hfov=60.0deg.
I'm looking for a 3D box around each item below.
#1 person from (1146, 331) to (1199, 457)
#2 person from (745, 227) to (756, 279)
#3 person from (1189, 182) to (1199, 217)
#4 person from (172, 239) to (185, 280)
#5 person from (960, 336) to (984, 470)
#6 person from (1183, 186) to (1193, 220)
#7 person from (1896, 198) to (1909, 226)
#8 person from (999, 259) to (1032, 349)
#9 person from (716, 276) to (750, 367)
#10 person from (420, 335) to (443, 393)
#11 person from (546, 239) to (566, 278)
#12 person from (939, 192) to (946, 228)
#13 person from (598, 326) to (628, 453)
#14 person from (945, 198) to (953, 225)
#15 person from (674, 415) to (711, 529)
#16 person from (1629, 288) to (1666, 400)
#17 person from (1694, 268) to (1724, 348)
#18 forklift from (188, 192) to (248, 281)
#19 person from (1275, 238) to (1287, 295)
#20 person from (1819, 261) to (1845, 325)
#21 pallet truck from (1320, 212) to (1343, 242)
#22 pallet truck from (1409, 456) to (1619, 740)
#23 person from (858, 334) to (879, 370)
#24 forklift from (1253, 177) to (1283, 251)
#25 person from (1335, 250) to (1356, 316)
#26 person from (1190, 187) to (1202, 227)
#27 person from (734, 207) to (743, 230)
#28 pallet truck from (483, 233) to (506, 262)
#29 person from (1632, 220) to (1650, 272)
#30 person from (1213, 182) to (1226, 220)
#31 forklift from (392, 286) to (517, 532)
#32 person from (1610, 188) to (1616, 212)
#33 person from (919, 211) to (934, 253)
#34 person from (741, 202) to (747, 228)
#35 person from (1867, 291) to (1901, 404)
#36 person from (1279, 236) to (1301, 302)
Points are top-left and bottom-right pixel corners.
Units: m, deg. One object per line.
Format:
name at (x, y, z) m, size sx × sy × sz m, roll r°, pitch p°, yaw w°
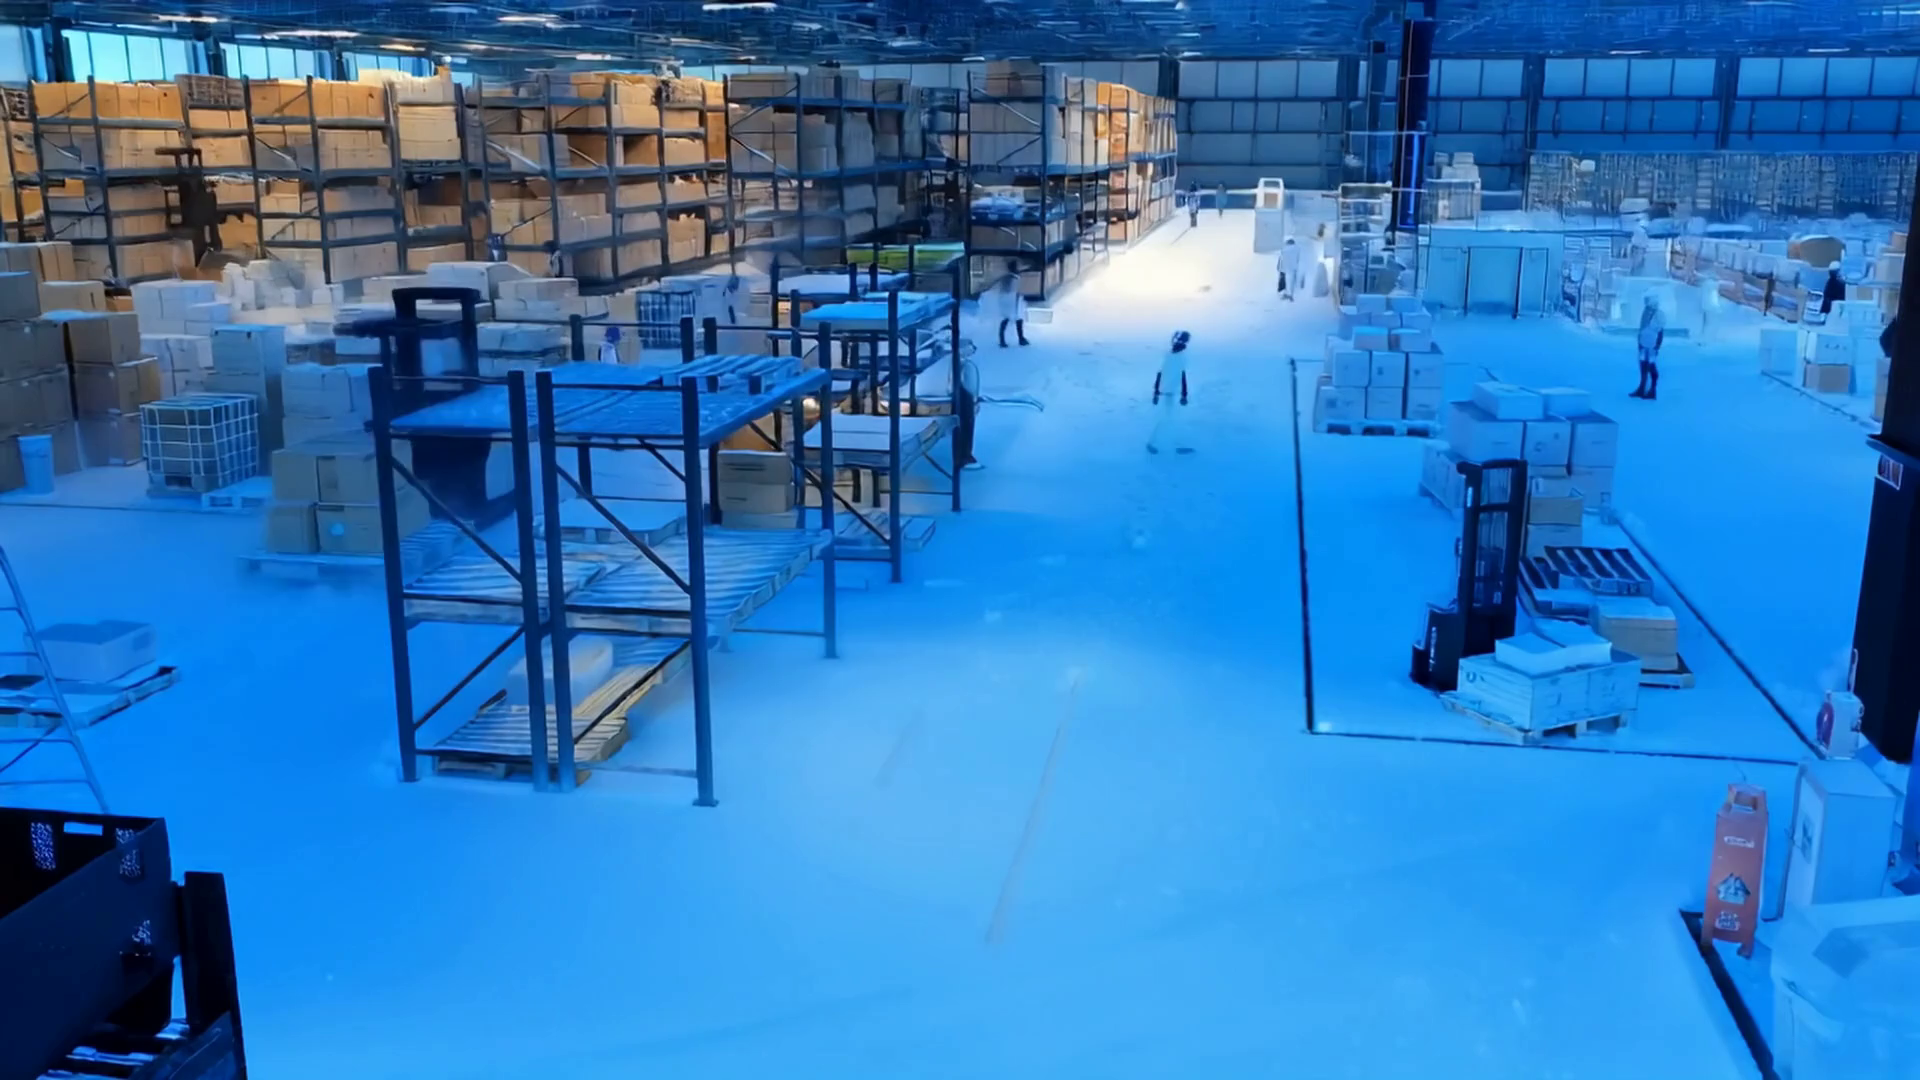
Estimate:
person at (3.060, -2.104, 23.944) m, size 0.541 × 1.812 × 0.937 m, roll -13°, pitch 19°, yaw -42°
person at (-6.641, -9.098, 52.709) m, size 0.499 × 1.633 × 0.286 m, roll 13°, pitch 19°, yaw 42°
person at (12.642, -18.424, 90.032) m, size 0.615 × 1.889 × 1.011 m, roll -4°, pitch 14°, yaw -16°
person at (-22.220, -7.772, 47.371) m, size 0.386 × 1.609 × 0.657 m, roll 0°, pitch 14°, yaw 0°
person at (0.104, -1.896, 23.029) m, size 0.342 × 1.846 × 0.508 m, roll -7°, pitch 16°, yaw -27°
person at (11.990, -17.772, 87.653) m, size 0.527 × 1.768 × 0.314 m, roll 3°, pitch 14°, yaw 12°
person at (39.886, -13.567, 70.453) m, size 0.596 × 1.830 × 0.404 m, roll -11°, pitch 17°, yaw -37°
person at (1.170, -5.094, 35.831) m, size 0.932 × 1.921 × 0.629 m, roll -13°, pitch 19°, yaw -43°
person at (-4.463, -4.264, 32.700) m, size 0.937 × 1.812 × 0.533 m, roll -1°, pitch 14°, yaw -4°
person at (-7.773, -2.251, 24.358) m, size 0.836 × 1.913 × 0.633 m, roll 7°, pitch 16°, yaw 28°
person at (-10.347, -6.769, 42.709) m, size 0.481 × 1.895 × 0.690 m, roll -10°, pitch 17°, yaw -34°
person at (-0.747, -14.684, 74.781) m, size 0.377 × 1.928 × 0.542 m, roll -3°, pitch 14°, yaw -11°
person at (-5.091, -2.211, 24.237) m, size 0.357 × 1.881 × 0.574 m, roll -6°, pitch 15°, yaw -22°
person at (-0.466, -15.004, 76.058) m, size 0.371 × 1.941 × 0.627 m, roll -8°, pitch 16°, yaw -30°
person at (-2.737, -0.434, 16.962) m, size 0.766 × 1.905 × 0.584 m, roll 5°, pitch 15°, yaw 21°
person at (12.022, -3.426, 29.055) m, size 0.364 × 1.935 × 0.552 m, roll -4°, pitch 14°, yaw -17°
person at (16.201, -5.015, 35.927) m, size 0.432 × 1.732 × 0.530 m, roll -1°, pitch 14°, yaw -6°
forklift at (-22.115, -8.792, 48.897) m, size 1.873 × 2.768 × 1.129 m, roll 3°, pitch 14°, yaw 10°
person at (9.205, -7.753, 47.223) m, size 0.527 × 1.640 × 0.890 m, roll -4°, pitch 14°, yaw -15°
person at (17.878, -4.719, 34.187) m, size 0.396 × 1.992 × 0.622 m, roll -1°, pitch 14°, yaw -4°
pallet truck at (15.874, -13.227, 70.310) m, size 0.680 × 1.201 × 1.601 m, roll 10°, pitch 17°, yaw 35°
pallet truck at (4.504, 0.400, 13.395) m, size 0.823 × 1.965 × 1.885 m, roll -6°, pitch 15°, yaw -23°
person at (-1.590, -3.304, 28.637) m, size 0.463 × 1.900 × 0.625 m, roll -2°, pitch 14°, yaw -9°
forklift at (12.083, -12.747, 64.956) m, size 1.129 × 2.768 × 1.873 m, roll 3°, pitch 14°, yaw 10°
person at (9.788, -6.451, 41.849) m, size 0.536 × 1.680 × 0.578 m, roll -12°, pitch 18°, yaw -39°
person at (11.462, -16.132, 80.657) m, size 0.564 × 1.927 × 0.423 m, roll 2°, pitch 14°, yaw 9°
person at (-8.055, -11.350, 61.358) m, size 0.696 × 1.870 × 0.685 m, roll 5°, pitch 15°, yaw 19°
pallet truck at (-11.832, -7.026, 43.548) m, size 1.885 × 1.965 × 0.823 m, roll 8°, pitch 16°, yaw 28°
person at (22.651, -9.773, 55.291) m, size 0.573 × 1.711 × 0.927 m, roll 4°, pitch 14°, yaw 16°
person at (13.742, -17.873, 87.684) m, size 0.611 × 1.958 × 0.994 m, roll -6°, pitch 15°, yaw -24°
forklift at (-6.074, -1.576, 19.602) m, size 1.129 × 2.768 × 1.873 m, roll 3°, pitch 14°, yaw 10°
person at (35.318, -18.325, 89.768) m, size 0.653 × 1.820 × 0.610 m, roll 3°, pitch 14°, yaw 10°
person at (-1.182, -10.797, 59.260) m, size 0.842 × 1.813 × 0.635 m, roll 4°, pitch 14°, yaw 15°
person at (-8.196, -11.630, 62.161) m, size 0.605 × 2.035 × 0.392 m, roll -12°, pitch 18°, yaw -39°
person at (16.149, -3.324, 28.426) m, size 0.902 × 2.000 × 0.683 m, roll 3°, pitch 14°, yaw 12°
person at (9.067, -7.448, 45.709) m, size 0.599 × 1.783 × 0.862 m, roll -4°, pitch 14°, yaw -16°
